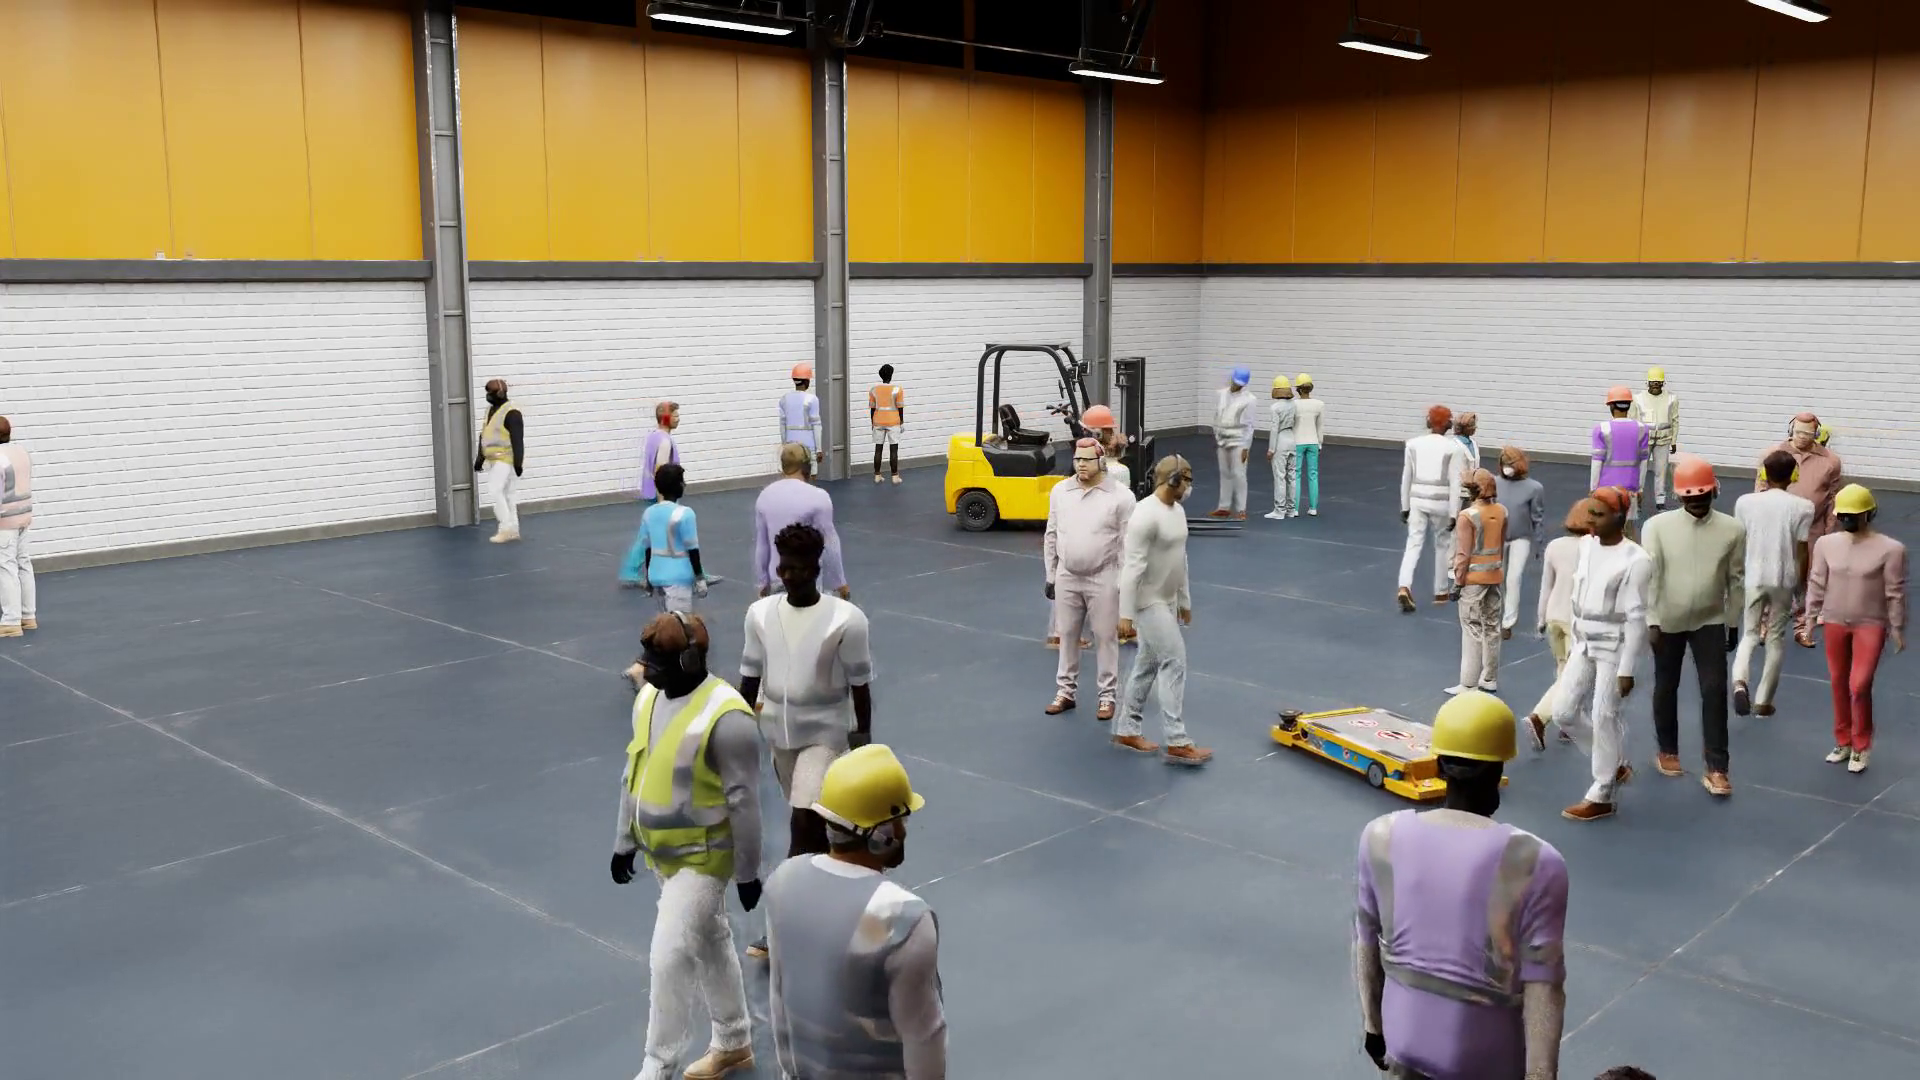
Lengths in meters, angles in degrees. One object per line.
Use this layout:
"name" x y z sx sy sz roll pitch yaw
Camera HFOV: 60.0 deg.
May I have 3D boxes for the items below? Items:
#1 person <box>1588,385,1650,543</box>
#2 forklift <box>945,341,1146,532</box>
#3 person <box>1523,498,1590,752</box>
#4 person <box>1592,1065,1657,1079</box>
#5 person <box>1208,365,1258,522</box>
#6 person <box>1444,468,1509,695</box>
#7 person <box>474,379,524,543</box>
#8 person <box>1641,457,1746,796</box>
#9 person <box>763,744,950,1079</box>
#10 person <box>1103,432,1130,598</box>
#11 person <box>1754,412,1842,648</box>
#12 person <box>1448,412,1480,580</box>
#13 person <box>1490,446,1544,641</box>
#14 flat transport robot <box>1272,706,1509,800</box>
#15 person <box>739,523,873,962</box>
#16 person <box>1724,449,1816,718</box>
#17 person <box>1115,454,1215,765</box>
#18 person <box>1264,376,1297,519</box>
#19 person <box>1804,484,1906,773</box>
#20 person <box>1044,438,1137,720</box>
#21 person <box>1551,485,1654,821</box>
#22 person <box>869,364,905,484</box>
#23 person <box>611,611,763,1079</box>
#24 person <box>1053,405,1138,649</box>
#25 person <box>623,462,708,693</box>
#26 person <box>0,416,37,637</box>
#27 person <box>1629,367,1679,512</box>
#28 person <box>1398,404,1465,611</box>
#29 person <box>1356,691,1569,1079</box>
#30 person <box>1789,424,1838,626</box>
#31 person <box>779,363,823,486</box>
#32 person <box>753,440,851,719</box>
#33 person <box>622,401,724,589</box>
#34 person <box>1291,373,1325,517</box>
"person" 6.291 -0.521 15.949 0.543 1.933 0.363 0 9 -1
"forklift" 0.977 -1.223 19.452 2.313 2.155 1.214 2 9 11
"person" 3.810 0.536 10.478 0.748 1.601 0.514 -6 11 -33
"person" 1.048 1.703 2.635 0.508 1.833 0.880 9 13 43
"person" 3.242 -1.163 20.034 0.399 1.902 0.765 -7 12 -37
"person" 3.676 0.302 11.803 0.514 1.640 0.310 -7 12 -37
"person" -5.144 -0.873 18.440 0.564 1.820 0.629 -7 12 -36
"person" 4.276 0.493 9.684 0.623 1.939 0.918 1 9 9
"person" -0.289 1.429 4.371 0.613 1.816 0.595 -9 13 -43
"person" 1.309 -0.129 14.483 0.426 1.623 0.529 -8 12 -41
"person" 6.706 -0.082 13.361 0.637 1.902 0.406 3 10 16
"person" 4.918 -0.439 16.326 0.523 1.645 0.306 -9 13 -43
"person" 4.610 -0.010 13.872 0.490 1.587 0.860 6 11 31
"flat transport robot" 2.585 1.259 10.119 0.652 0.197 1.431 -4 10 -24
"person" -0.731 0.871 7.475 0.623 1.911 0.991 4 10 24
"person" 5.402 0.311 11.166 0.522 1.841 0.588 7 11 35
"person" 1.322 0.431 10.235 0.846 1.894 0.668 5 11 29
"person" 3.912 -1.125 20.249 0.483 1.738 0.313 -7 12 -38
"person" 5.392 0.532 10.071 0.575 1.741 0.534 -8 12 -39
"person" 0.859 0.258 11.252 0.641 1.908 0.408 4 10 23
"person" 3.508 0.625 9.110 0.414 1.872 0.609 -3 10 -16
"person" -1.034 -1.634 23.516 0.532 1.694 0.320 3 10 19
"person" -1.083 1.161 6.003 0.830 1.808 0.646 -7 12 -38
"person" 1.166 -0.088 13.208 0.939 1.951 0.641 -1 9 -5
"person" -2.096 0.278 11.847 0.776 1.674 0.534 -8 12 -42
"person" -7.926 -0.121 13.779 0.429 1.841 0.633 -1 9 -4
"person" 8.649 -1.250 20.768 0.592 1.825 0.403 2 9 12
"person" 4.155 -0.286 14.834 0.589 1.849 0.946 7 12 36
"person" 1.401 1.347 4.583 0.625 1.895 0.796 7 12 38
"person" 7.181 -0.124 14.126 0.641 1.733 0.523 2 10 14
"person" -1.843 -1.099 19.475 0.543 1.939 0.362 5 10 26
"person" -1.137 0.272 11.238 0.643 1.897 1.018 8 13 42
"person" -2.777 -0.418 15.741 0.966 1.792 0.585 -3 10 -20
"person" 4.201 -1.159 20.369 0.525 1.770 0.307 -2 10 -13
